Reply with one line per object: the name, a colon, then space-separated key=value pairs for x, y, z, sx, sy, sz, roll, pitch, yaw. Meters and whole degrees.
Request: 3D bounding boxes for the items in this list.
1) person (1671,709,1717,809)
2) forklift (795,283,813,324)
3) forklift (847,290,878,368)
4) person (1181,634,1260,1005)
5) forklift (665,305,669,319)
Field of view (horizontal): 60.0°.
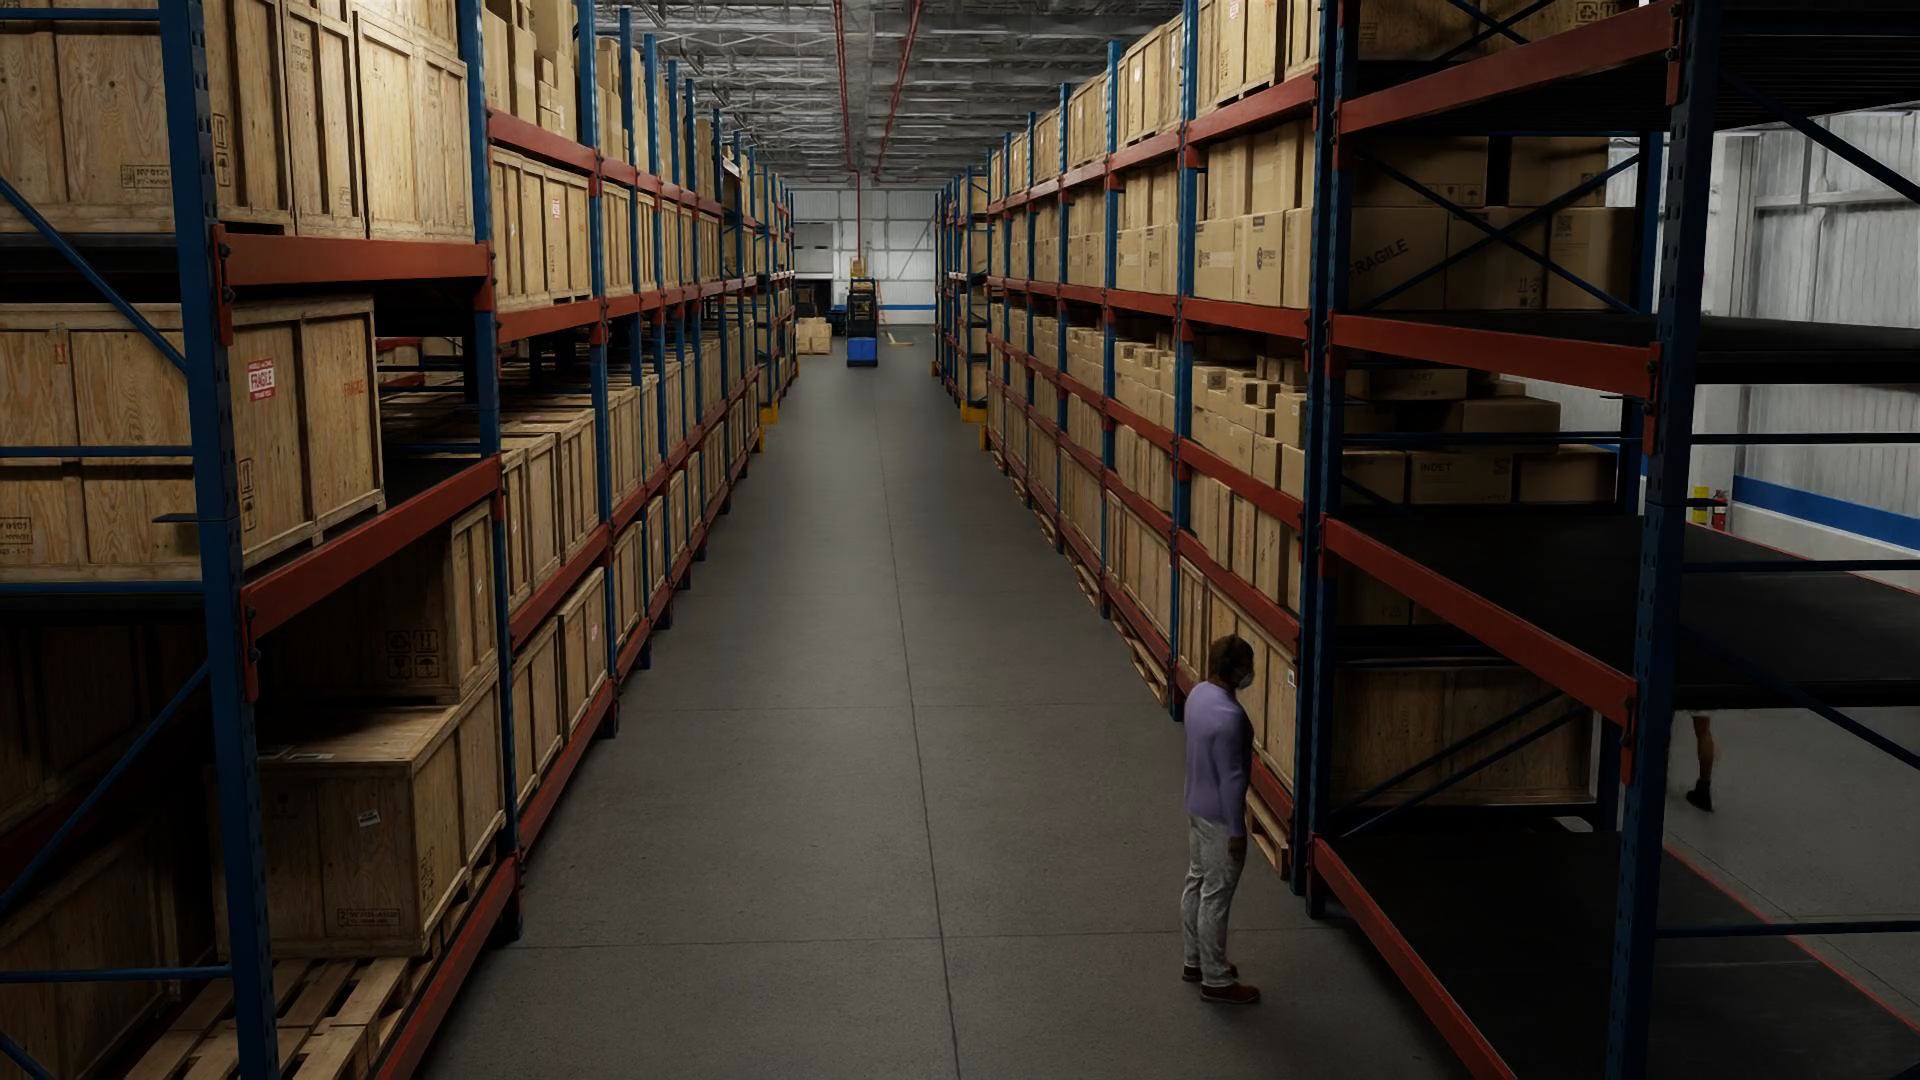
person: x=5.208 y=0.915 z=11.981 sx=0.553 sy=1.879 sz=1.035 roll=0 pitch=10 yaw=2
forklift: x=-7.357 y=-10.655 z=78.113 sx=1.129 sy=2.768 sz=1.873 roll=-1 pitch=10 yaw=-4
forklift: x=-3.548 y=-7.659 z=60.216 sx=1.129 sy=2.768 sz=1.873 roll=-1 pitch=10 yaw=-4
person: x=1.354 y=1.440 z=8.693 sx=0.370 sy=1.934 sz=0.627 roll=-2 pitch=10 yaw=-9
forklift: x=-8.924 y=-5.970 z=50.130 sx=1.873 sy=2.768 sz=1.129 roll=-1 pitch=10 yaw=-3
